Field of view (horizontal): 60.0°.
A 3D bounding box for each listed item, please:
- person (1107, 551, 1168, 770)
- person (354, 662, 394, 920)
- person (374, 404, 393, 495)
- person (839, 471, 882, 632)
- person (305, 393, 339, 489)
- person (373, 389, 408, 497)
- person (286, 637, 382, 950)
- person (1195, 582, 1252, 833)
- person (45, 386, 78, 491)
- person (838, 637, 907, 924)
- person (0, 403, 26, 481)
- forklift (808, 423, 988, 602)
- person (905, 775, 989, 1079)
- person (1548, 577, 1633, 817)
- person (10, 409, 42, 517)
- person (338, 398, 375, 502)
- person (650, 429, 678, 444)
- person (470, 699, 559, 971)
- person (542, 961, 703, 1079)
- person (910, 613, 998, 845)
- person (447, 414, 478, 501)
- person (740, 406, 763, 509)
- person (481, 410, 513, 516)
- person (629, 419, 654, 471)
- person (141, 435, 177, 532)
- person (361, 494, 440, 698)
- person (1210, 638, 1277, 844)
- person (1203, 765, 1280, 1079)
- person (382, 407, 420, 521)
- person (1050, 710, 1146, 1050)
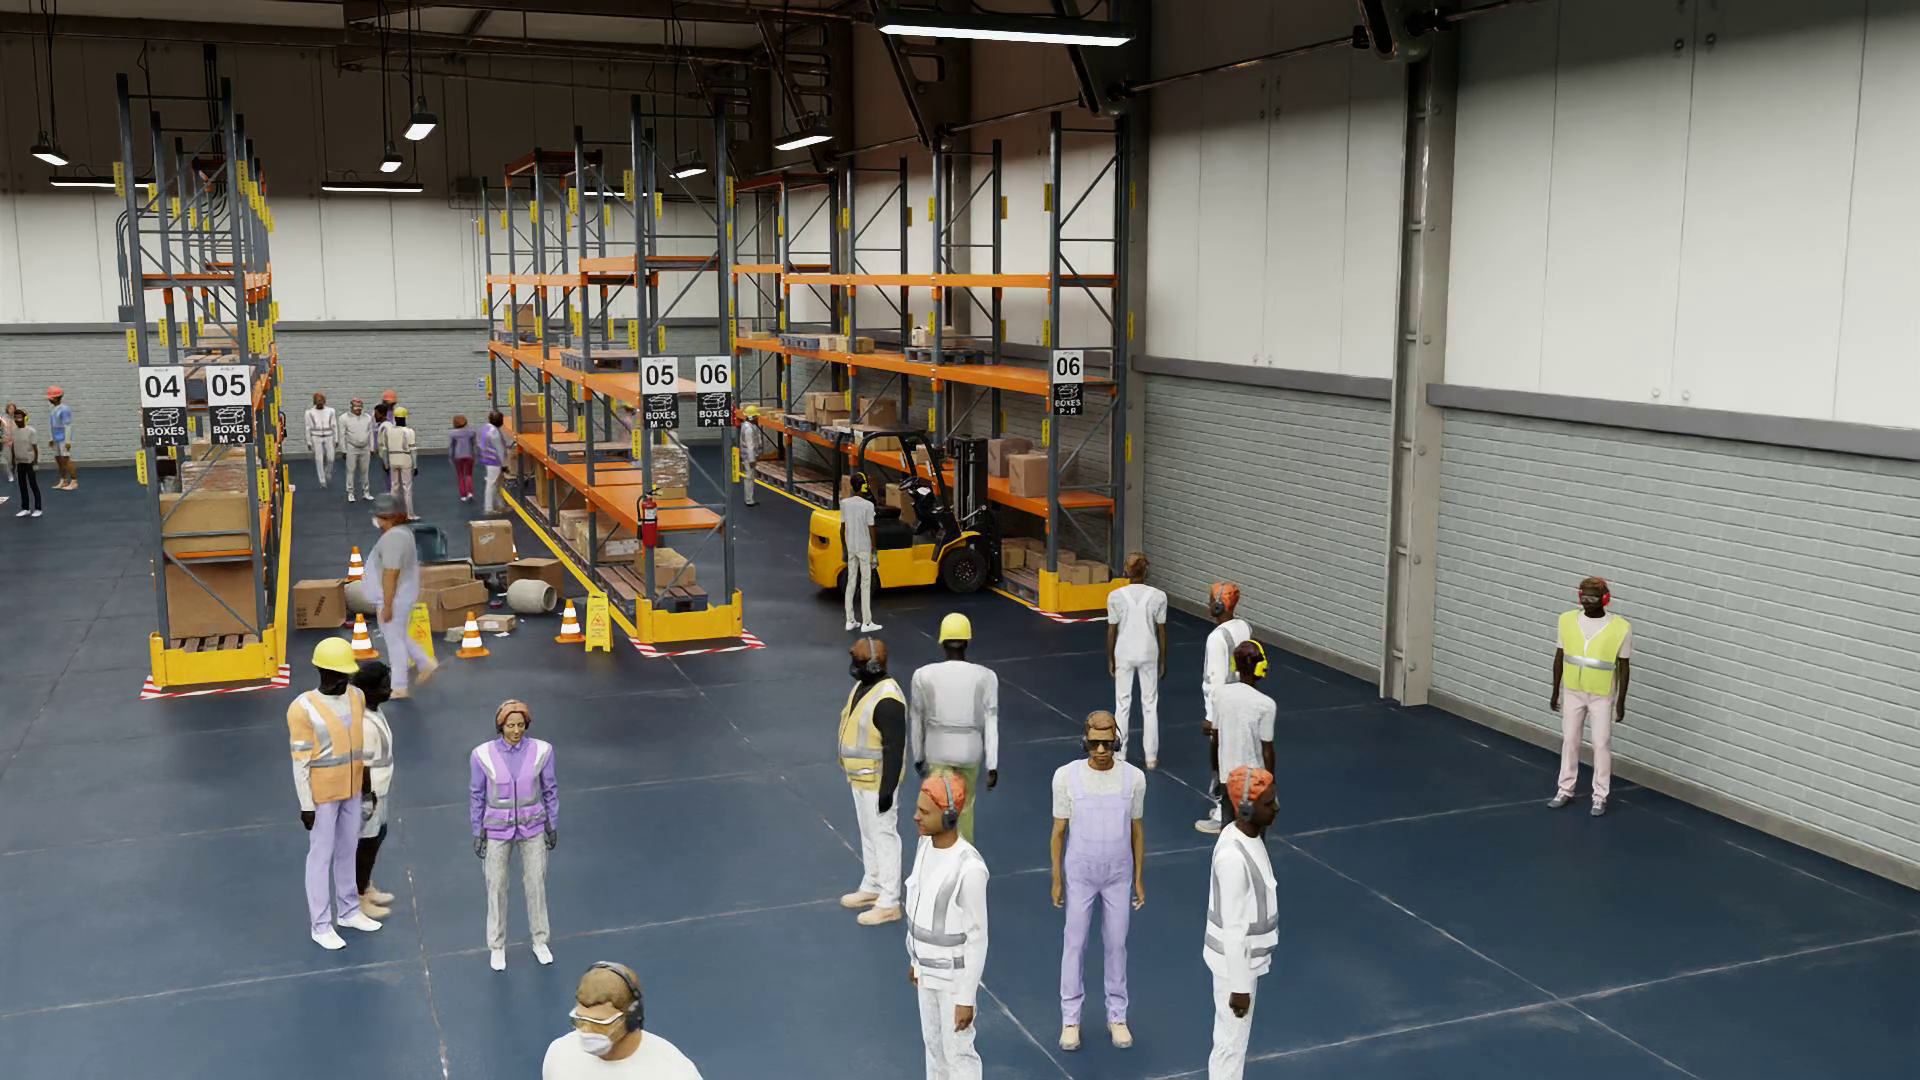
[{"bbox_3d":[1.480,1.010,13.939,0.505,1.838,0.342,1,9,6],"label":"person"},{"bbox_3d":[-3.789,1.607,10.687,0.354,1.675,0.541,-3,9,-16],"label":"person"},{"bbox_3d":[-9.985,-1.421,29.026,0.393,1.909,0.584,-3,10,-18],"label":"person"},{"bbox_3d":[-1.157,0.135,19.335,0.532,1.871,0.321,6,11,33],"label":"person"},{"bbox_3d":[-12.379,-1.925,32.282,0.612,1.869,0.419,-5,10,-31],"label":"person"},{"bbox_3d":[-10.688,-1.829,31.232,0.616,2.021,0.793,-6,11,-34],"label":"person"},{"bbox_3d":[-3.858,1.543,10.301,0.375,1.924,0.585,4,10,22],"label":"person"},{"bbox_3d":[1.962,1.241,12.332,0.362,1.882,0.576,6,11,33],"label":"person"},{"bbox_3d":[-17.299,-1.948,31.954,0.606,2.030,0.426,7,11,36],"label":"person"},{"bbox_3d":[-0.565,1.526,10.667,0.429,1.841,0.633,-3,10,-21],"label":"person"},{"bbox_3d":[-18.897,-1.936,33.180,0.522,1.614,0.739,-6,11,-35],"label":"person"},{"bbox_3d":[-0.830,-0.399,21.676,2.313,2.155,1.214,-4,10,-21],"label":"forklift"},{"bbox_3d":[-0.076,1.990,7.619,0.355,1.883,0.573,-5,10,-27],"label":"person"},{"bbox_3d":[4.839,1.187,12.786,0.570,1.845,0.380,7,11,38],"label":"person"},{"bbox_3d":[-16.055,-1.322,28.542,0.510,1.862,0.333,2,9,10],"label":"person"},{"bbox_3d":[-11.054,-1.661,30.543,0.639,1.903,0.409,-8,12,-42],"label":"person"},{"bbox_3d":[-5.347,-1.427,30.009,0.506,1.603,0.633,-4,10,-22],"label":"person"},{"bbox_3d":[-2.655,1.748,9.936,0.514,1.634,0.313,-4,10,-21],"label":"person"},{"bbox_3d":[-1.111,2.301,5.518,0.627,1.933,0.367,4,10,26],"label":"person"},{"bbox_3d":[-0.040,1.435,11.162,0.590,1.889,0.993,0,9,-3],"label":"person"},{"bbox_3d":[-9.136,-1.518,30.525,0.527,1.615,0.441,-4,10,-24],"label":"person"},{"bbox_3d":[-3.710,-1.479,29.611,0.403,1.830,0.600,-2,9,-10],"label":"person"},{"bbox_3d":[-8.033,-1.337,28.746,0.429,1.839,0.634,-4,10,-26],"label":"person"},{"bbox_3d":[-5.352,-1.208,28.270,0.530,1.720,0.919,-4,10,-23],"label":"person"},{"bbox_3d":[-12.742,-1.076,26.612,0.620,1.985,0.888,-5,11,-31],"label":"person"},{"bbox_3d":[-5.533,0.539,16.257,0.599,2.000,0.690,-2,9,-11],"label":"person"},{"bbox_3d":[1.795,1.543,10.514,0.335,1.861,0.510,-8,12,-42],"label":"person"},{"bbox_3d":[1.315,1.971,7.737,0.354,1.883,0.572,2,9,14],"label":"person"},{"bbox_3d":[-9.422,-1.279,28.055,0.594,1.924,0.383,1,9,9],"label":"person"},{"bbox_3d":[0.737,1.807,8.888,0.514,1.845,0.338,-1,9,-4],"label":"person"}]
